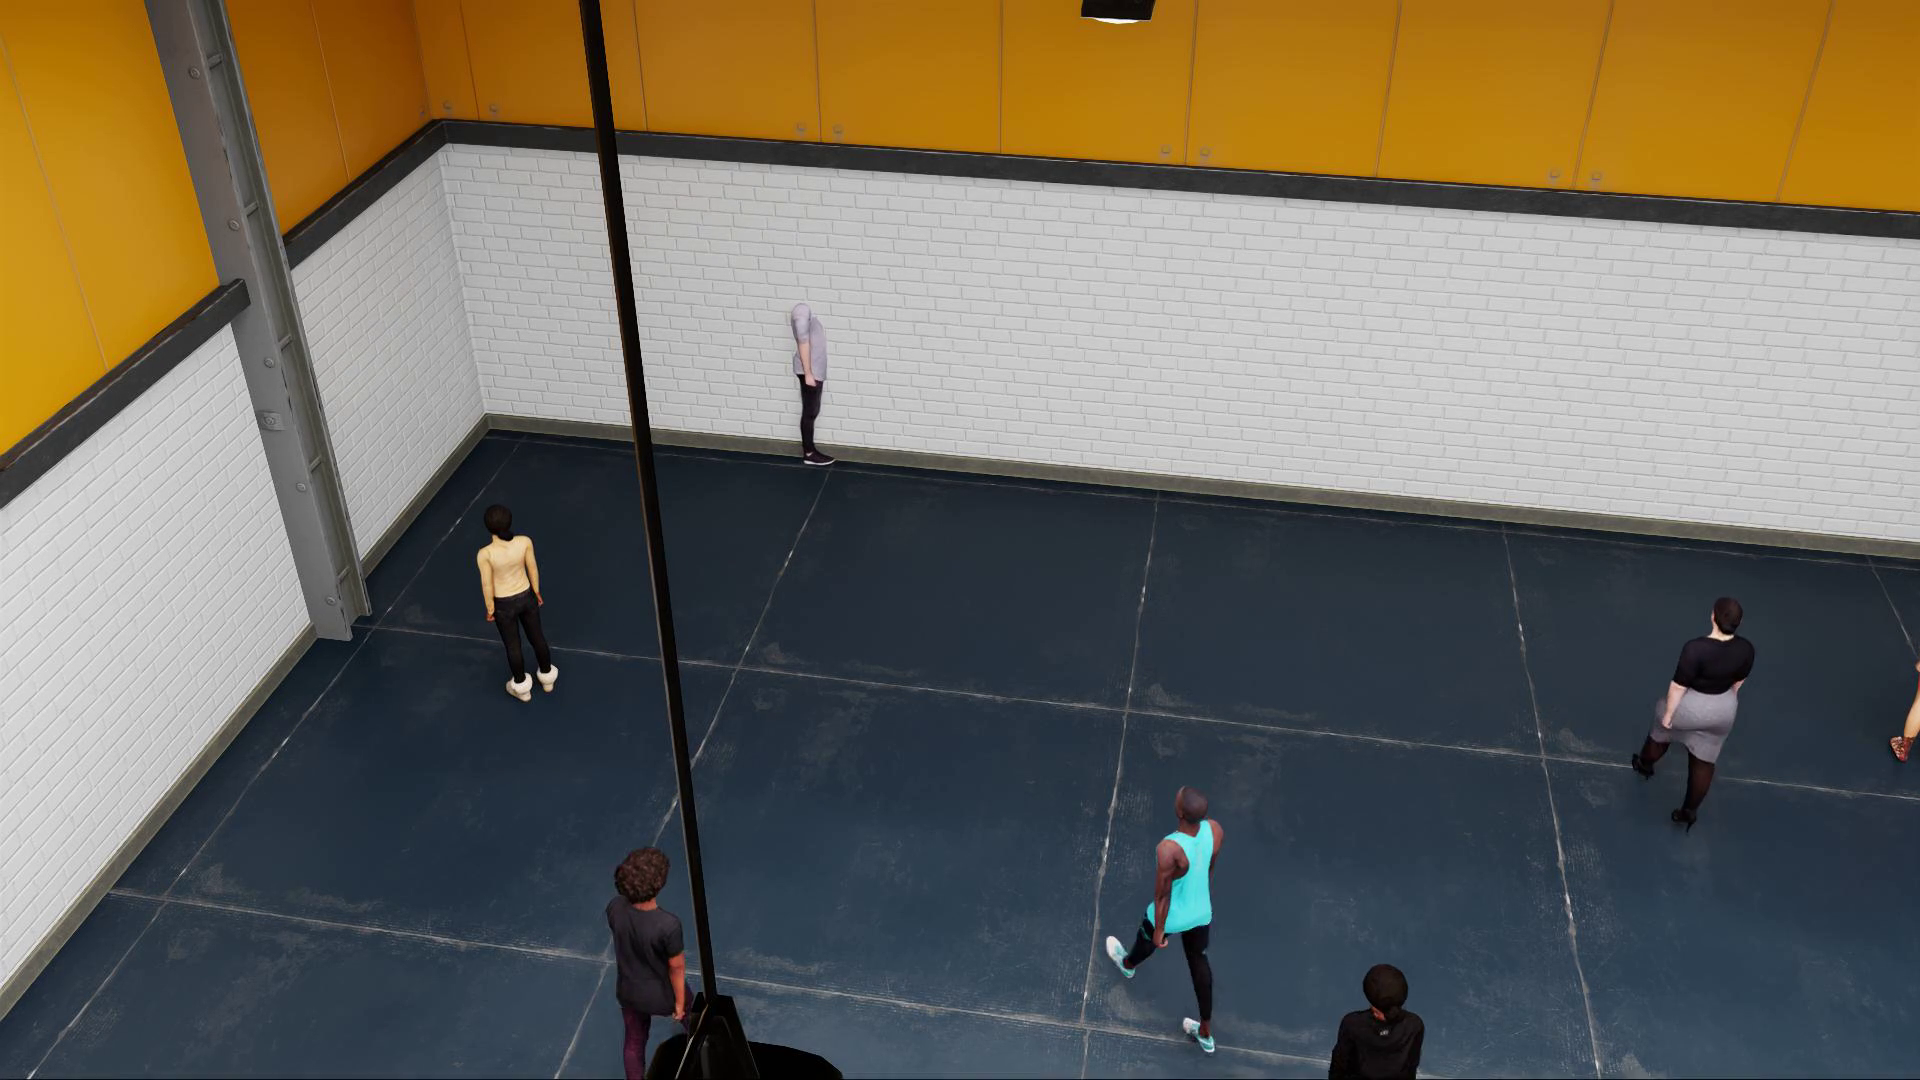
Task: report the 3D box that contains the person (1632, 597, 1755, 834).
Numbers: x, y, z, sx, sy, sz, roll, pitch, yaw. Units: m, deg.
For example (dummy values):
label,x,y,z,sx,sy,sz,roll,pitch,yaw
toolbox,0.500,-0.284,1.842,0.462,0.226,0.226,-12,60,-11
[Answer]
label,x,y,z,sx,sy,sz,roll,pitch,yaw
person,4.891,1.202,10.939,0.790,1.727,1.016,0,34,-1

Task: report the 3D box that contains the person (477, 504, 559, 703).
label,x,y,z,sx,sy,sz,roll,pitch,yaw
person,-3.248,0.447,12.136,0.684,1.659,0.740,-20,38,-27

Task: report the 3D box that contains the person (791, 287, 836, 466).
label,x,y,z,sx,sy,sz,roll,pitch,yaw
person,-1.355,-1.573,15.017,0.758,1.834,0.564,2,34,3

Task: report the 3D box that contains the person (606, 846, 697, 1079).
label,x,y,z,sx,sy,sz,roll,pitch,yaw
person,-1.724,2.458,9.037,0.654,1.739,1.048,8,34,11

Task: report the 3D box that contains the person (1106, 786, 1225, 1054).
label,x,y,z,sx,sy,sz,roll,pitch,yaw
person,1.318,2.182,9.427,1.093,1.768,1.238,-17,37,-23

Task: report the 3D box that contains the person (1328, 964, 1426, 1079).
label,x,y,z,sx,sy,sz,roll,pitch,yaw
person,2.127,2.845,8.530,0.626,1.656,0.824,3,34,5
